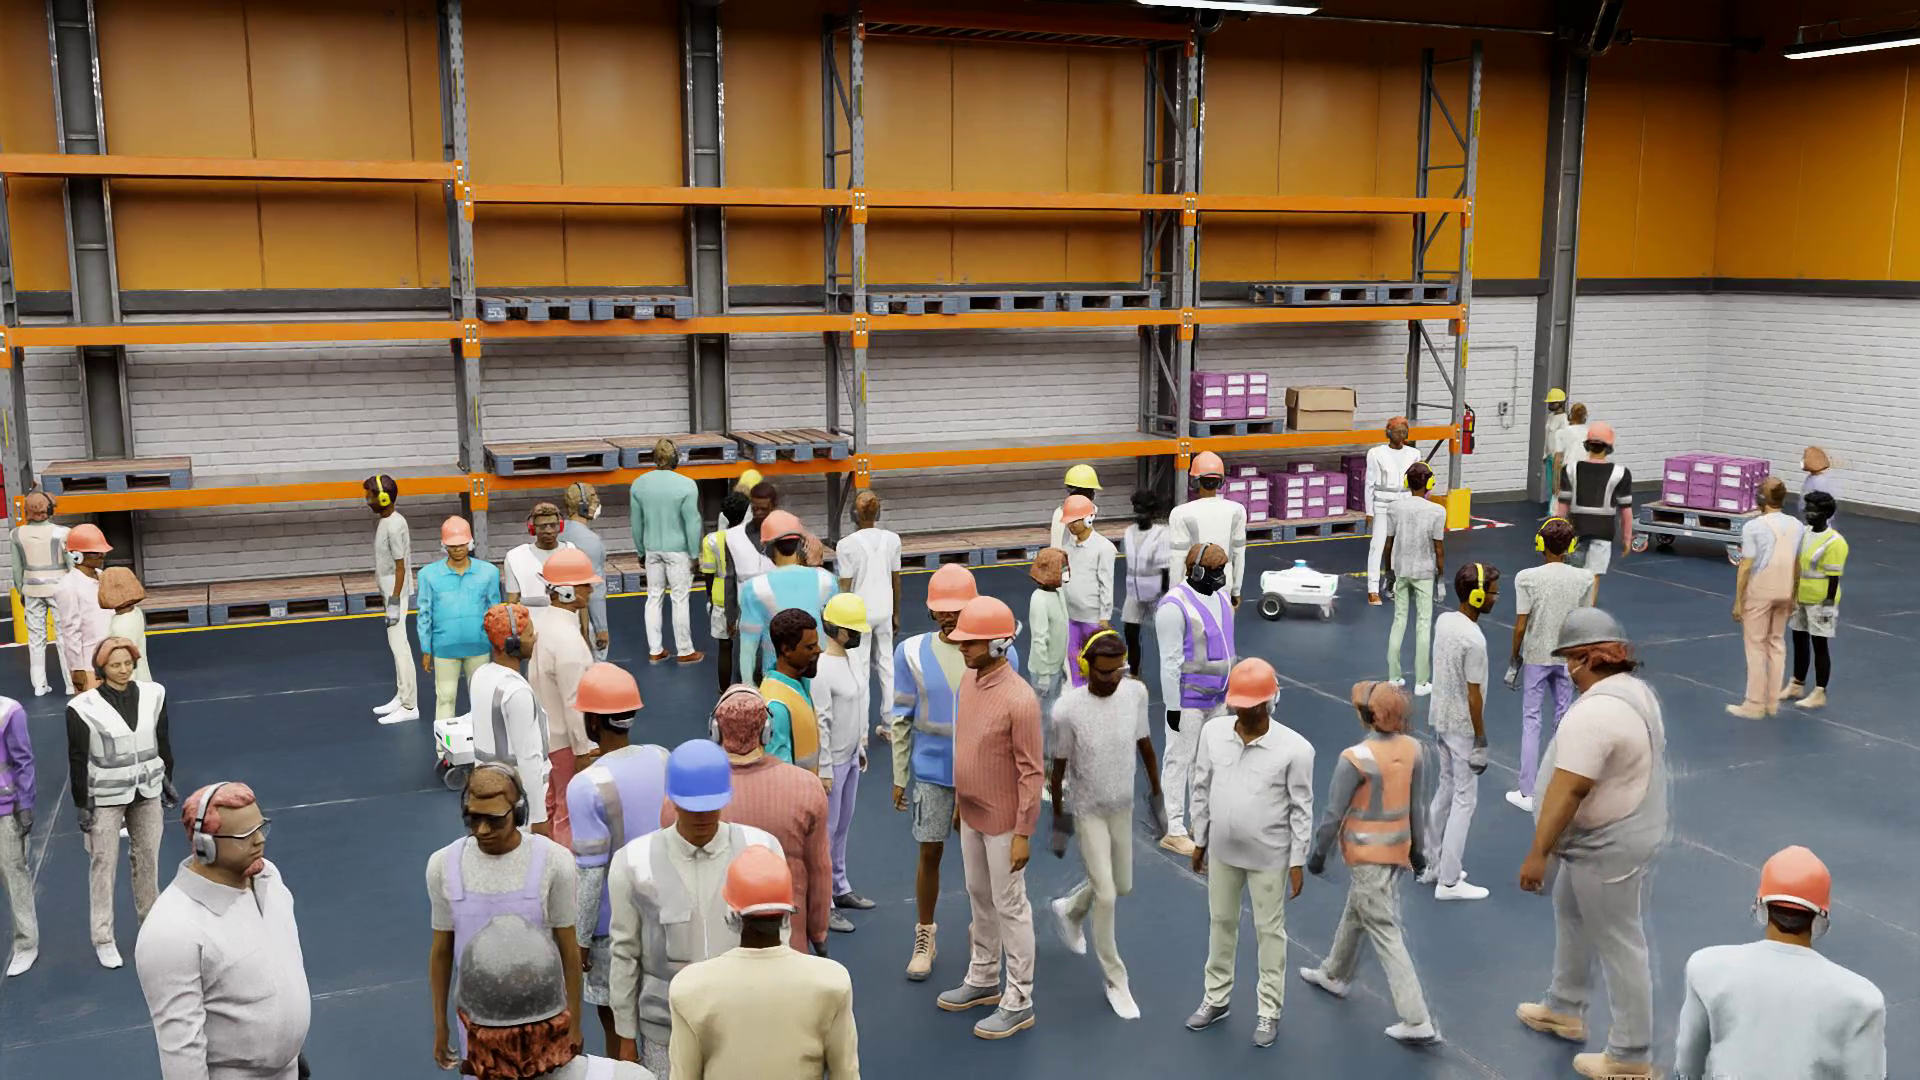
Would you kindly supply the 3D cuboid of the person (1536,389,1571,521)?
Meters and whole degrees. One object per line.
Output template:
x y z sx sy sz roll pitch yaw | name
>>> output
7.650 -1.069 21.398 0.340 1.760 0.529 -1 10 -4 | person

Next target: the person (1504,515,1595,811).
3.688 0.776 10.436 0.532 1.870 0.319 0 10 -2 | person

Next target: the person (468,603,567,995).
-2.086 1.225 7.816 0.356 1.883 0.573 -8 13 -38 | person

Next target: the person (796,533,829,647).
-1.002 0.762 11.178 0.311 1.638 0.522 3 10 19 | person

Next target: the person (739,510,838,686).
-0.968 0.821 9.876 0.629 1.988 1.028 -5 11 -28 | person

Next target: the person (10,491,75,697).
-7.167 0.431 13.084 0.514 1.641 0.308 -1 10 -3 | person

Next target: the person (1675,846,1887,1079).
2.507 1.780 5.088 0.619 1.712 0.792 7 12 37 | person

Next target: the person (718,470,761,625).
-1.797 0.252 13.995 0.505 1.677 0.926 -3 10 -16 | person

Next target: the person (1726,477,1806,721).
6.051 0.446 12.471 0.547 1.833 0.348 -2 10 -10 | person

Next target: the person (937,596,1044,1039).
0.132 1.228 7.470 0.392 1.992 0.623 -5 11 -29 | person

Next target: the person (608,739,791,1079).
-0.855 1.590 5.548 0.607 1.940 0.417 -3 10 -15 | person

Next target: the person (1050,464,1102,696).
0.874 0.386 12.549 0.400 1.918 0.587 -3 10 -15 | person

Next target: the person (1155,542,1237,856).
1.399 0.917 9.742 0.429 1.837 0.624 9 13 42 | person

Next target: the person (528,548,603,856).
-2.028 1.024 8.642 0.395 1.993 0.616 -5 11 -28 | person

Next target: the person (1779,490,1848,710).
6.565 0.454 12.806 0.318 1.692 0.533 -2 10 -9 | person

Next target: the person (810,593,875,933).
-0.615 1.138 8.670 0.325 1.760 0.523 3 10 17 | person

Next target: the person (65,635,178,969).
-4.132 1.272 8.235 0.313 1.639 0.517 7 12 34 | person

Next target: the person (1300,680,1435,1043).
1.880 1.423 7.522 0.506 1.594 0.856 -8 13 -39 | person

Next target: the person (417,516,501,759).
-3.352 0.704 11.183 0.560 1.752 0.324 -4 11 -23 | person

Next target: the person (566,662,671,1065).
-1.338 1.428 6.484 0.372 1.935 0.551 6 11 29 | person

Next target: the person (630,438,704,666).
-2.481 0.106 14.096 0.629 1.940 0.376 3 10 19 | person

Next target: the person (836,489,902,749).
-0.653 0.558 11.762 0.504 1.847 0.344 -6 11 -30 | person

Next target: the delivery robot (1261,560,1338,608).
3.249 0.436 15.910 0.707 0.478 0.477 3 10 16 | delivery robot

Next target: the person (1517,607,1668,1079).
2.696 1.262 7.140 0.779 2.000 0.831 7 12 33 | person

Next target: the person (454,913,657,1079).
-1.015 1.833 3.853 0.678 2.000 0.537 -7 12 -36 | person

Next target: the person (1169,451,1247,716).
1.807 0.361 12.328 0.608 2.044 0.378 -3 10 -17 | person

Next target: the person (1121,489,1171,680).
1.553 0.402 13.192 0.535 1.657 0.788 9 14 44 | person

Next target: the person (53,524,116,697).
-5.650 0.758 10.874 0.335 1.749 0.575 -1 10 -5 | person

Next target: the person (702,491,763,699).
-1.691 0.470 12.690 0.531 1.698 0.320 0 10 -1 | person

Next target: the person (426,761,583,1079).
-1.536 1.627 5.645 0.511 1.836 0.357 0 10 -1 | person

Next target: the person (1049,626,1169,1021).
0.639 1.252 7.805 0.601 1.833 0.747 -5 11 -26 | person

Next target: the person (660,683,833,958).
-0.801 1.478 6.280 0.639 1.910 0.407 -2 10 -13 | person

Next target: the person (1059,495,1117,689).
0.897 0.525 12.270 0.353 1.737 0.571 -8 13 -39 | person

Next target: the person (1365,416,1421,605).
4.297 -0.289 16.530 0.572 1.884 0.356 -2 10 -10 | person

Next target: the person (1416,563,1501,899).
2.714 1.032 9.020 0.327 1.853 0.527 -1 10 -8 | person

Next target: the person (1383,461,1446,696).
3.614 0.303 13.200 0.509 1.860 0.333 7 12 37 | person

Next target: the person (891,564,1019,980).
-0.024 1.116 7.974 0.616 2.041 0.379 0 10 2 | person

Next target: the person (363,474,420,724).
-4.251 0.435 12.424 0.329 1.865 0.511 -4 11 -23 | person

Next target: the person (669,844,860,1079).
-0.586 1.772 5.032 0.572 1.749 0.343 -1 10 -6 | person

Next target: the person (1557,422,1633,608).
5.677 -0.056 14.920 0.628 1.990 1.061 6 12 32 | person

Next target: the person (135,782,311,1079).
-2.217 1.672 5.167 0.407 1.908 0.641 1 10 4 | person

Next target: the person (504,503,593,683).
-2.764 0.656 11.193 0.570 1.845 0.381 -6 11 -30 | person

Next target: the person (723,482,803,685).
-1.378 0.538 11.706 0.601 1.905 0.491 1 10 3 | person

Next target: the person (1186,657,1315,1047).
1.270 1.366 7.377 0.561 1.749 0.339 7 12 34 | person

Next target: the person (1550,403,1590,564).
6.896 -0.627 18.728 0.552 1.797 0.534 0 10 -2 | person

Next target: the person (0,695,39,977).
-4.725 1.307 8.041 0.523 1.638 0.310 0 10 3 | person

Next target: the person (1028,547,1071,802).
0.581 0.850 10.689 0.284 1.633 0.500 3 10 17 | person

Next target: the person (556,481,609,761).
-2.605 0.557 11.497 0.373 1.940 0.628 -8 13 -39 | person

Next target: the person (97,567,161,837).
-5.010 0.965 10.026 0.280 1.634 0.498 -4 11 -21 | person

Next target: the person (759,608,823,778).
-0.795 1.247 7.580 0.374 1.917 0.596 0 10 -1 | person
